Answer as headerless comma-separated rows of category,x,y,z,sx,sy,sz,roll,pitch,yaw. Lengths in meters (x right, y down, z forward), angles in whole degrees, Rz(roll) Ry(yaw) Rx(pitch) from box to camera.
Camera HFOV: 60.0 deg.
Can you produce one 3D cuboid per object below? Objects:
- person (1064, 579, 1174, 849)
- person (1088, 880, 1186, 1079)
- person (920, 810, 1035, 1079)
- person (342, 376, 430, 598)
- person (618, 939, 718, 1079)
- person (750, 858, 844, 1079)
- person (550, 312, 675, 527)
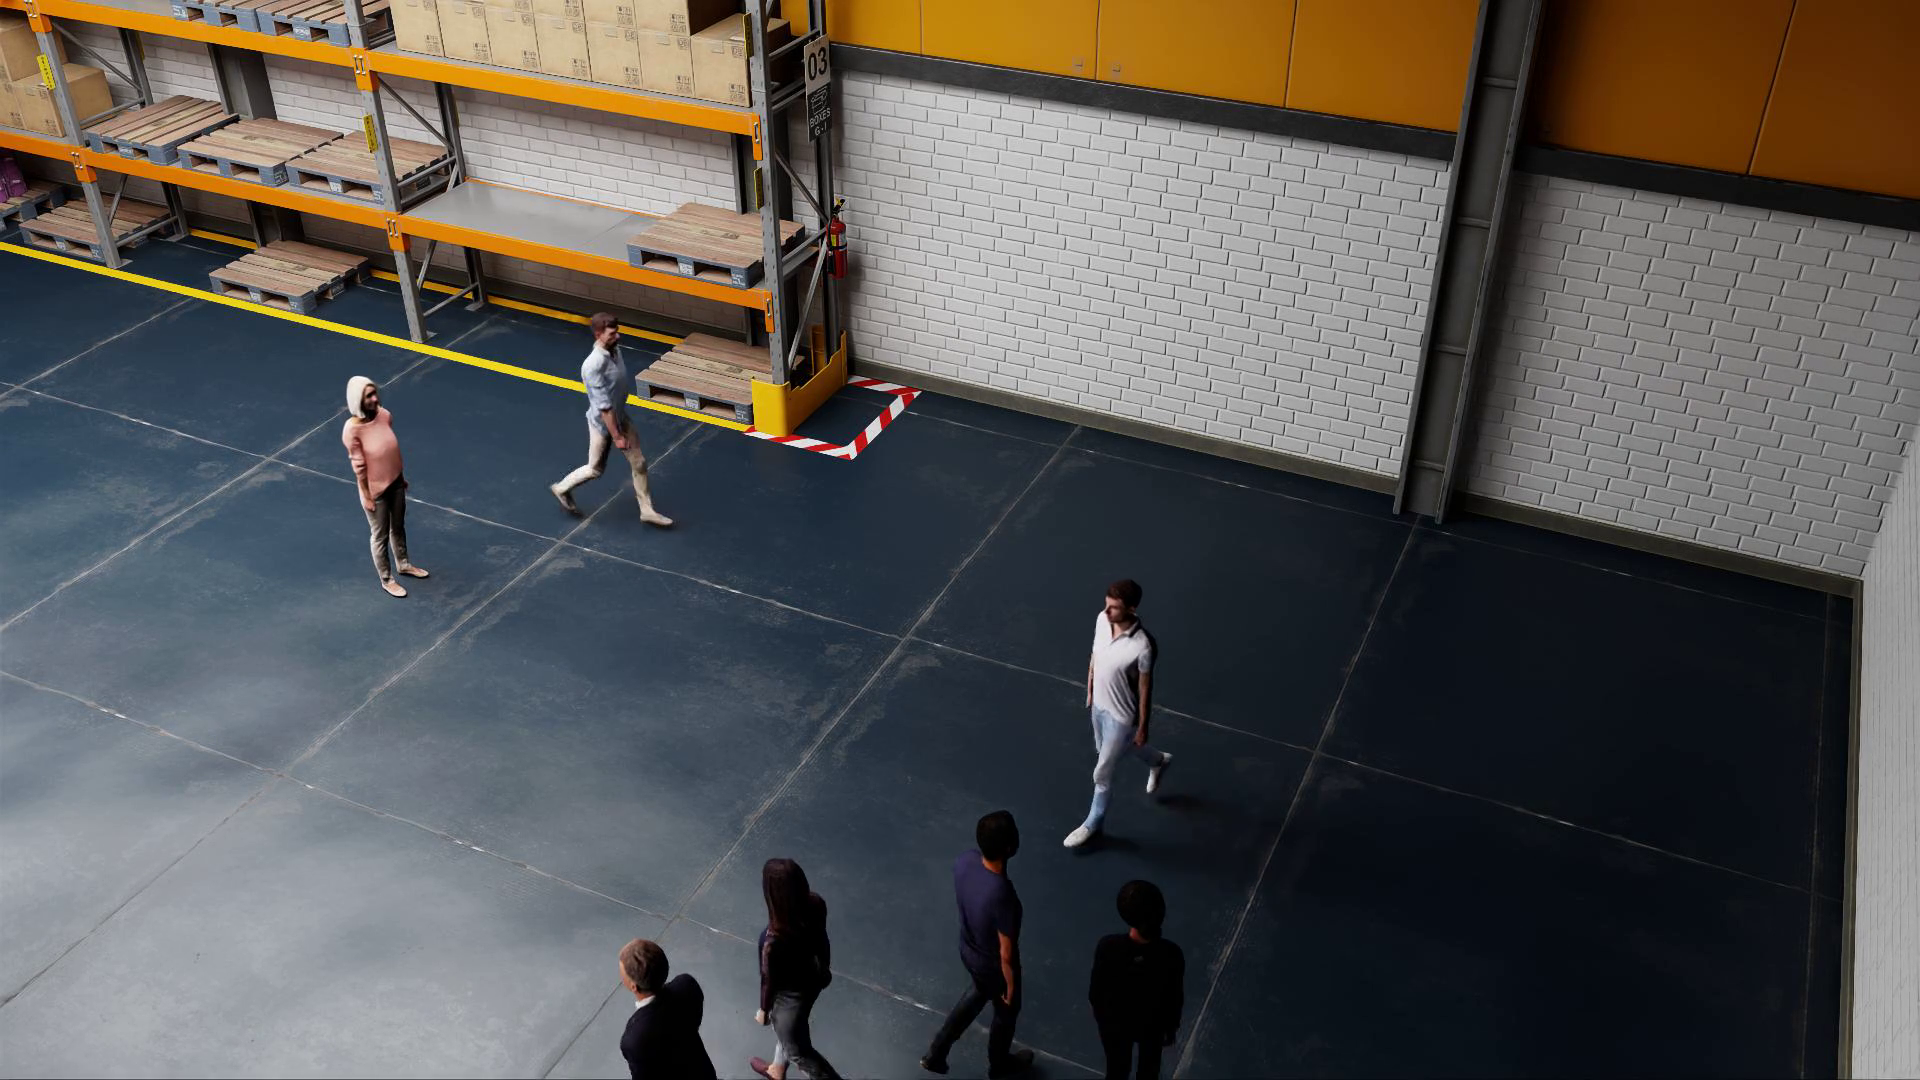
person,1.001,0.985,9.872,1.099,1.827,1.155,-20,38,-27
person,0.832,2.357,7.963,0.630,1.655,0.744,2,34,4
person,0.069,2.092,8.258,0.931,1.769,0.920,-20,38,-27
person,-4.204,-0.412,12.066,0.521,1.724,0.601,13,36,19
person,-1.237,2.539,7.569,1.056,1.787,0.747,19,38,26
person,-0.768,2.249,8.184,0.992,1.590,0.652,13,36,19
person,-2.773,-0.893,12.716,1.235,1.805,0.702,11,35,16
